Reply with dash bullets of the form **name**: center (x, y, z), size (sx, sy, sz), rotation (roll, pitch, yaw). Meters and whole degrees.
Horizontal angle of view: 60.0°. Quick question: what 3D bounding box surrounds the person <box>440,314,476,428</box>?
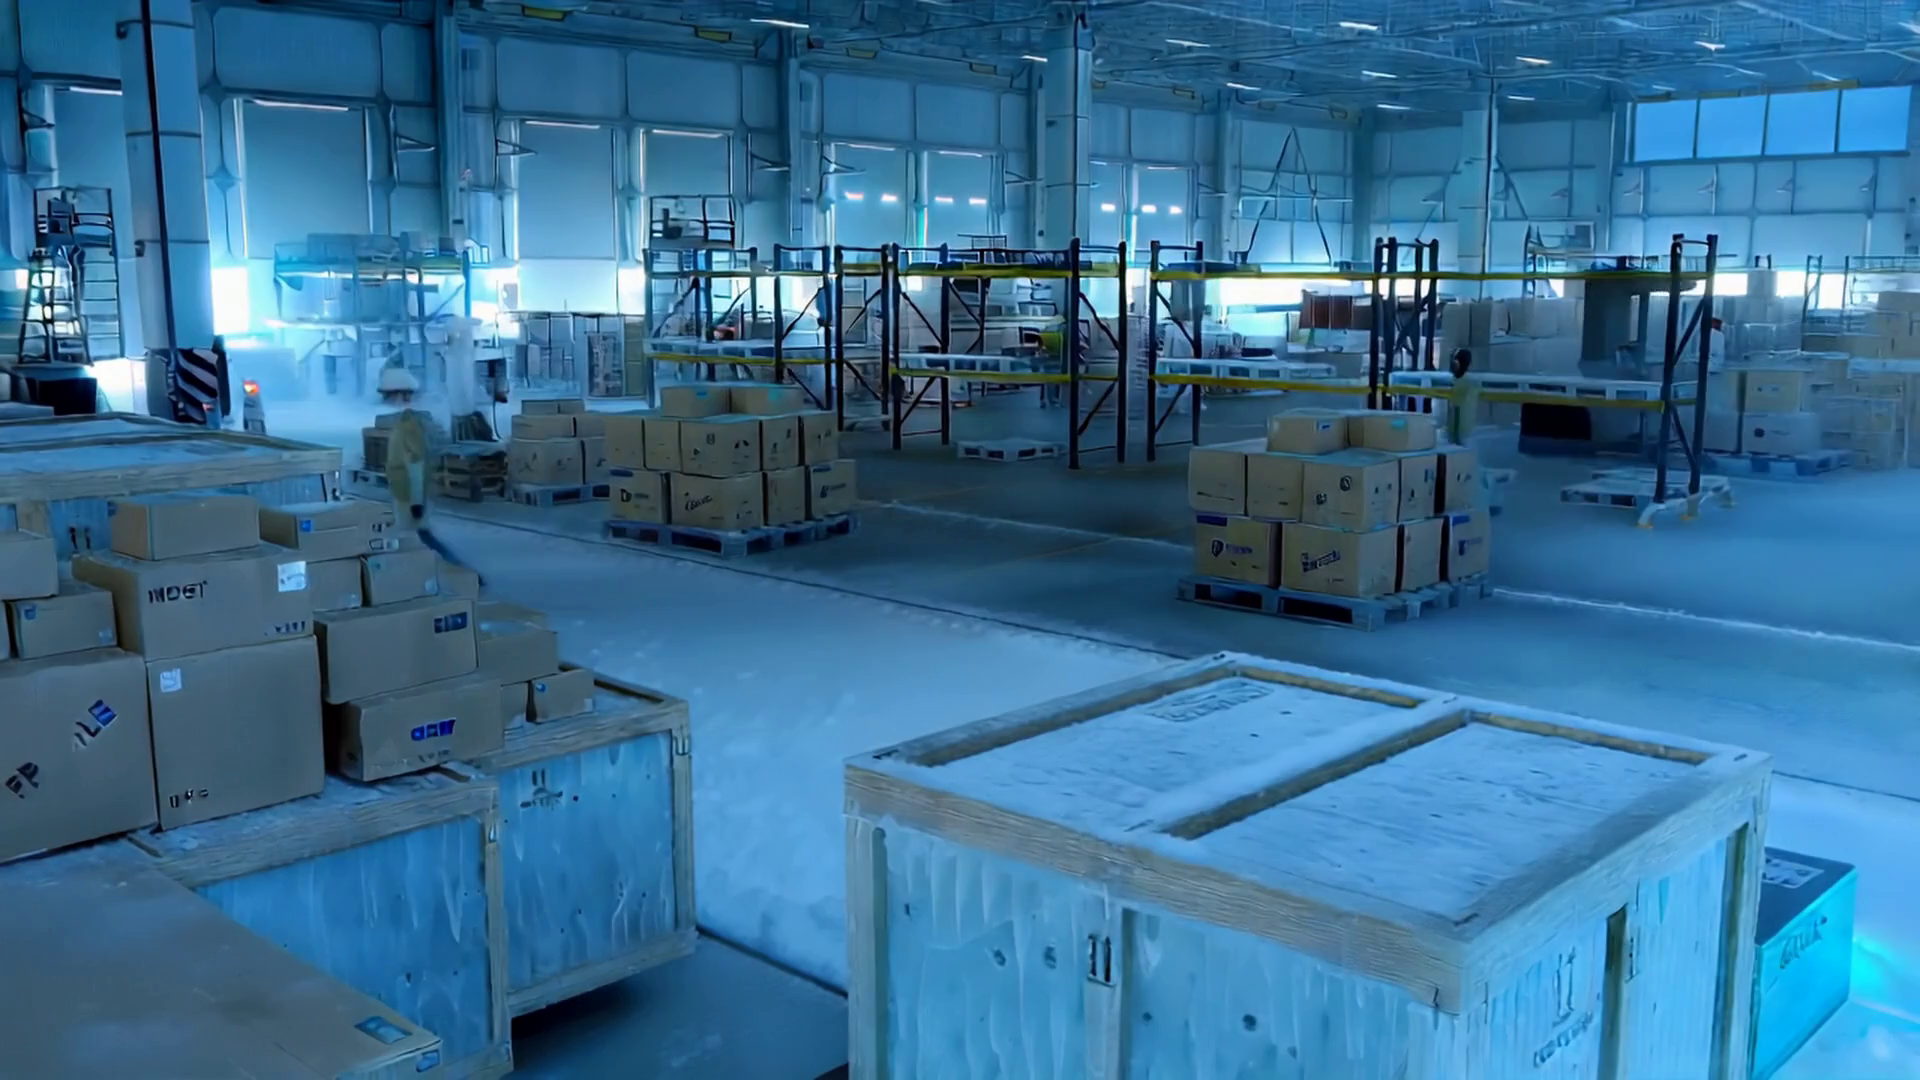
- **person**: center (-8.468, -2.820, 27.839), size (0.764, 1.900, 0.605), rotation (0, 9, 0)

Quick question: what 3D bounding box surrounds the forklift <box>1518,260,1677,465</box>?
- **forklift**: center (8.874, -2.519, 22.989), size (1.873, 2.768, 1.129), rotation (9, 13, 43)

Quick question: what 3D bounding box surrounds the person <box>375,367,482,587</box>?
- **person**: center (-4.282, -0.409, 13.047), size (0.971, 1.902, 0.550), rotation (-3, 10, -16)

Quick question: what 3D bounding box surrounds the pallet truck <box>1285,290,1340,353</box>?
- **pallet truck**: center (11.297, -6.951, 52.861), size (1.885, 1.965, 0.823), rotation (-5, 11, -29)

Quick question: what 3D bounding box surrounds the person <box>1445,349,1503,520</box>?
- **person**: center (5.304, -1.098, 17.518), size (0.965, 1.830, 0.534), rotation (8, 12, 39)

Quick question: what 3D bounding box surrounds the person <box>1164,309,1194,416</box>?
- **person**: center (3.986, -3.219, 30.179), size (0.627, 1.934, 0.372), rotation (-5, 10, -27)

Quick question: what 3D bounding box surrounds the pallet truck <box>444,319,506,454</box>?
- **pallet truck**: center (-6.981, -1.942, 22.150), size (1.885, 1.965, 0.823), rotation (1, 9, 9)

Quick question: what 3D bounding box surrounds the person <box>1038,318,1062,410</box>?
- **person**: center (1.719, -3.330, 31.474), size (0.501, 1.734, 0.335), rotation (-5, 10, -27)

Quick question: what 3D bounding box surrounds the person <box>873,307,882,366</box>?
- **person**: center (-2.161, -5.394, 44.444), size (0.323, 1.631, 0.523), rotation (0, 9, -3)

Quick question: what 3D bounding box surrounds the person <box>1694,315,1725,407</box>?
- **person**: center (13.255, -3.042, 29.378), size (0.429, 1.839, 0.634), rotation (-3, 10, -19)

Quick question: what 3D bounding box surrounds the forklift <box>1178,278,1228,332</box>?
- **forklift**: center (6.522, -6.401, 46.791), size (1.873, 2.768, 1.129), rotation (9, 13, 43)
